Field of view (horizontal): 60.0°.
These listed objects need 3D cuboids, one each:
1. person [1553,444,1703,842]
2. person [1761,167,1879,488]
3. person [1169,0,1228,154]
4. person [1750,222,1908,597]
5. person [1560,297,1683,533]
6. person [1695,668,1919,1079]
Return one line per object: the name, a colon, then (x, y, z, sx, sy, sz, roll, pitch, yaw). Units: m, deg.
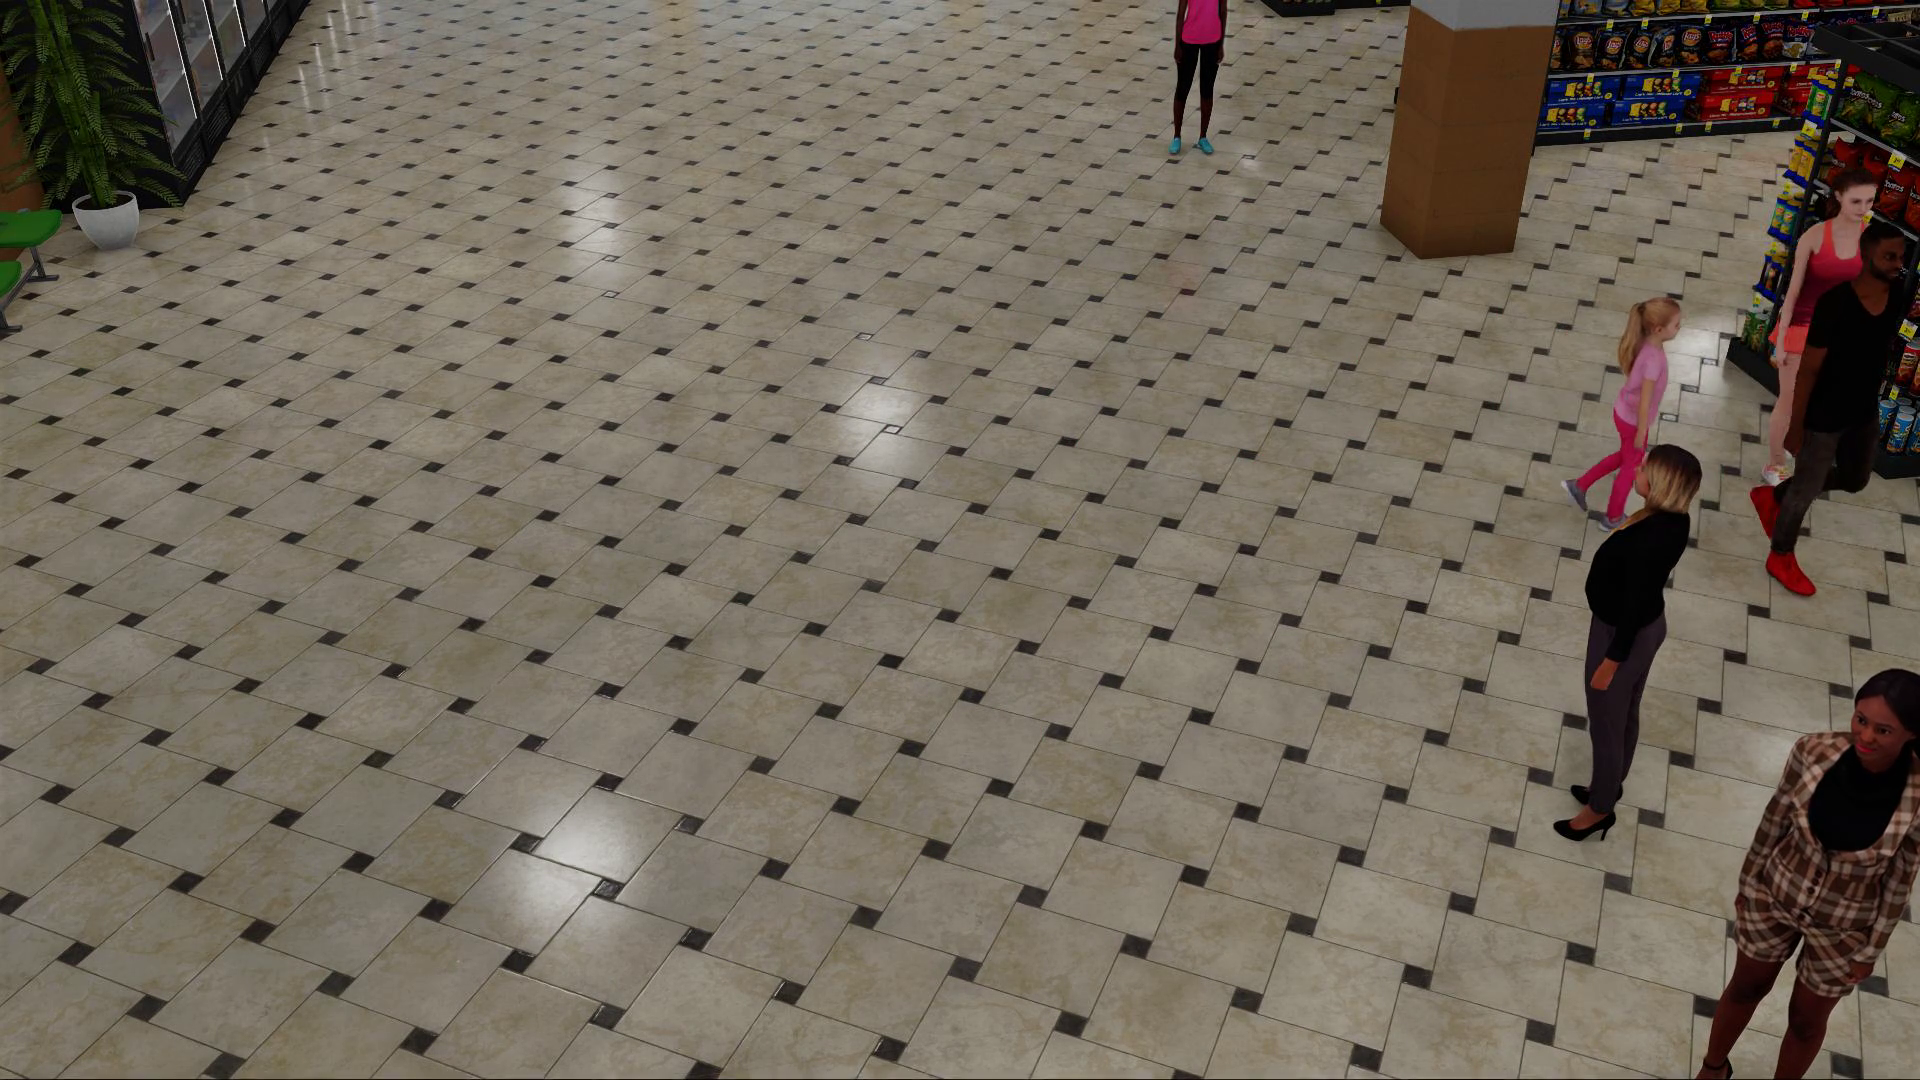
person: (2.460, 0.401, 6.116, 0.741, 1.670, 0.681, 20, 37, 29)
person: (4.292, -1.086, 8.447, 0.731, 1.732, 0.720, 0, 32, 0)
person: (1.866, -3.879, 12.943, 0.529, 1.725, 0.641, -1, 32, -1)
person: (3.962, -0.638, 7.669, 0.796, 1.795, 0.818, -12, 34, -18)
person: (3.233, -0.610, 8.124, 0.748, 1.264, 0.629, 6, 32, 9)
person: (2.488, 1.106, 4.865, 0.714, 1.794, 0.680, -27, 41, -36)
